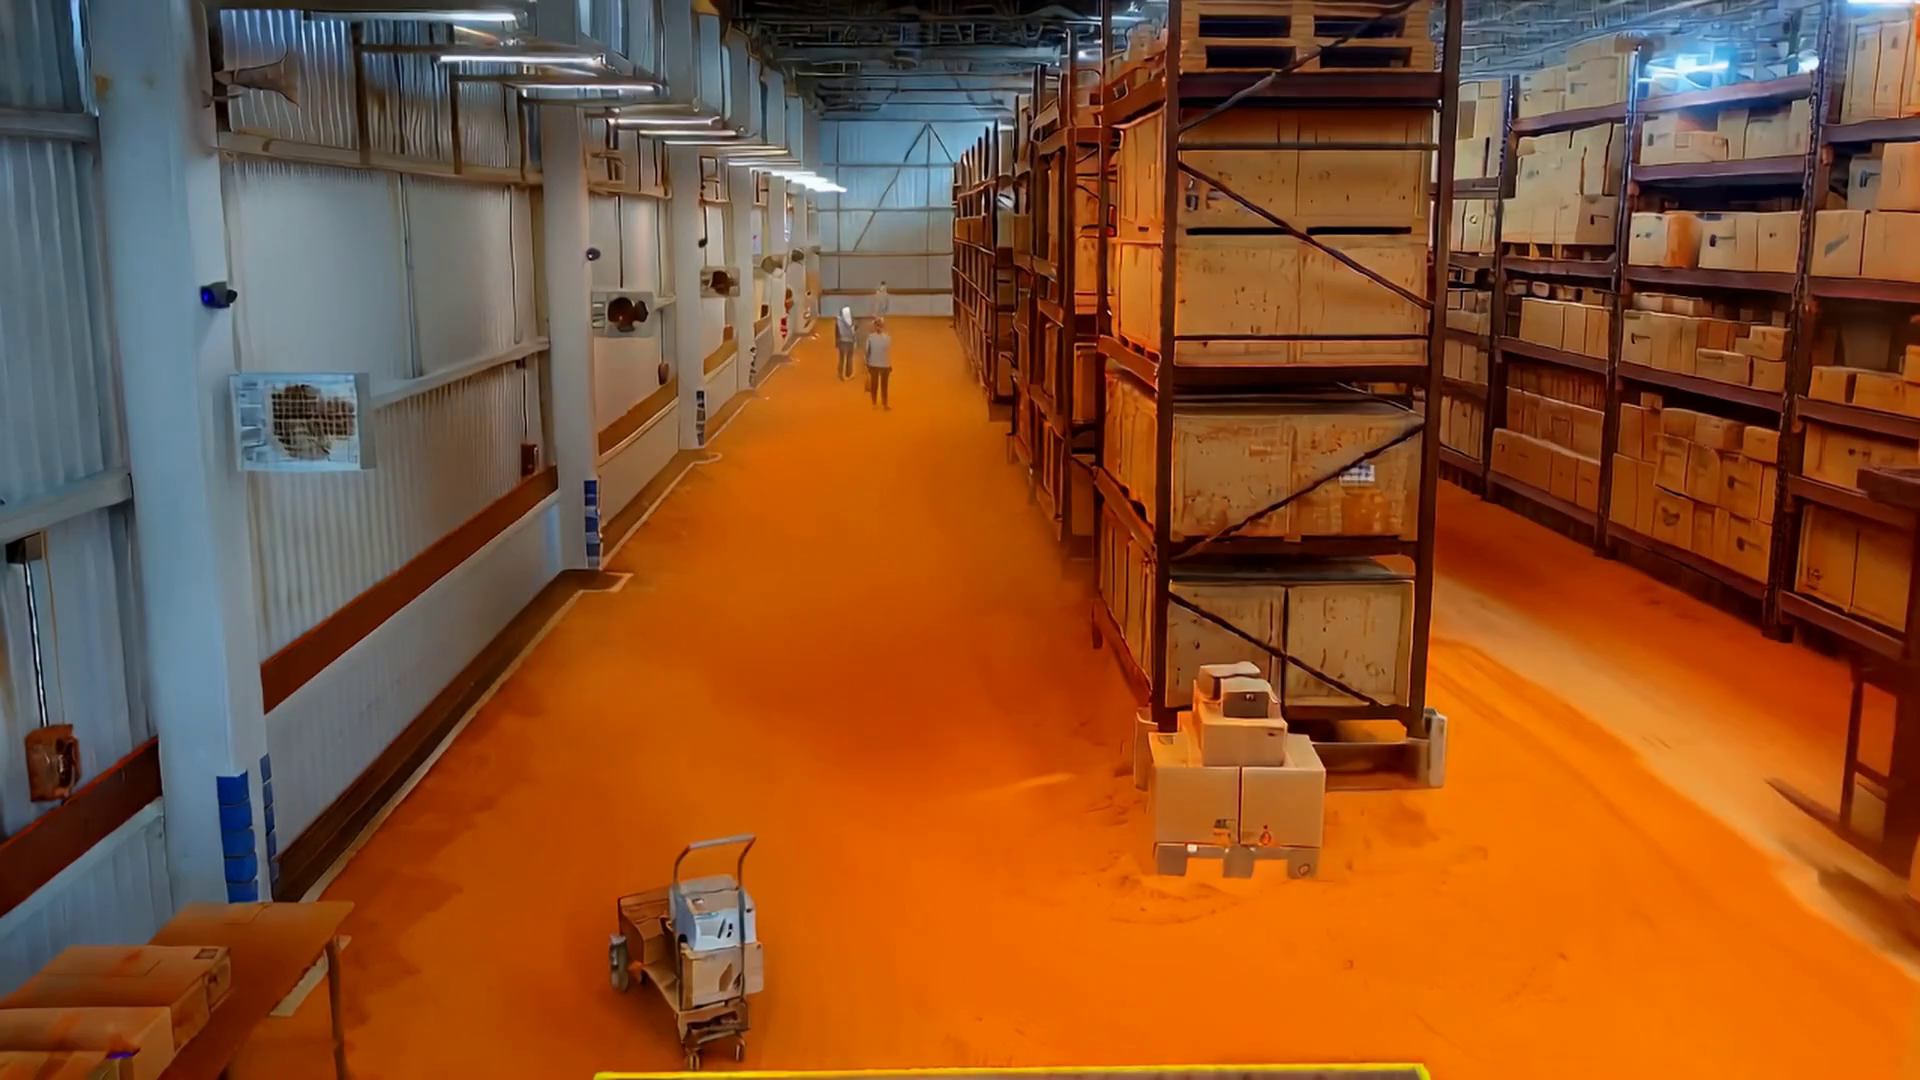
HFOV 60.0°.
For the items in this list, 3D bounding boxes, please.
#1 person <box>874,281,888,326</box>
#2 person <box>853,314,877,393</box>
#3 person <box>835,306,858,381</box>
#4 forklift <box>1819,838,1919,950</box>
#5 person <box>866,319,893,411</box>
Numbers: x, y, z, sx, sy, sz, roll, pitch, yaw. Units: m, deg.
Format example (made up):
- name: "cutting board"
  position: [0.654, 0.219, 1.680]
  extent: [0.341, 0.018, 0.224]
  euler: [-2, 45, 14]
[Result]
- name: "person"
  position: [-3.049, -9.134, 64.341]
  extent: [0.563, 1.742, 0.361]
  euler: [-6, 12, -28]
- name: "person"
  position: [-2.237, -4.473, 39.791]
  extent: [0.671, 1.850, 0.983]
  euler: [-3, 11, -17]
- name: "person"
  position: [-2.906, -5.014, 42.473]
  extent: [0.586, 1.913, 0.397]
  euler: [-7, 13, -31]
- name: "forklift"
  position: [5.831, 0.932, 9.002]
  extent: [1.129, 2.768, 1.873]
  euler: [0, 11, -1]
- name: "person"
  position: [-1.721, -3.761, 35.758]
  extent: [0.618, 1.985, 0.404]
  euler: [-6, 13, -30]
